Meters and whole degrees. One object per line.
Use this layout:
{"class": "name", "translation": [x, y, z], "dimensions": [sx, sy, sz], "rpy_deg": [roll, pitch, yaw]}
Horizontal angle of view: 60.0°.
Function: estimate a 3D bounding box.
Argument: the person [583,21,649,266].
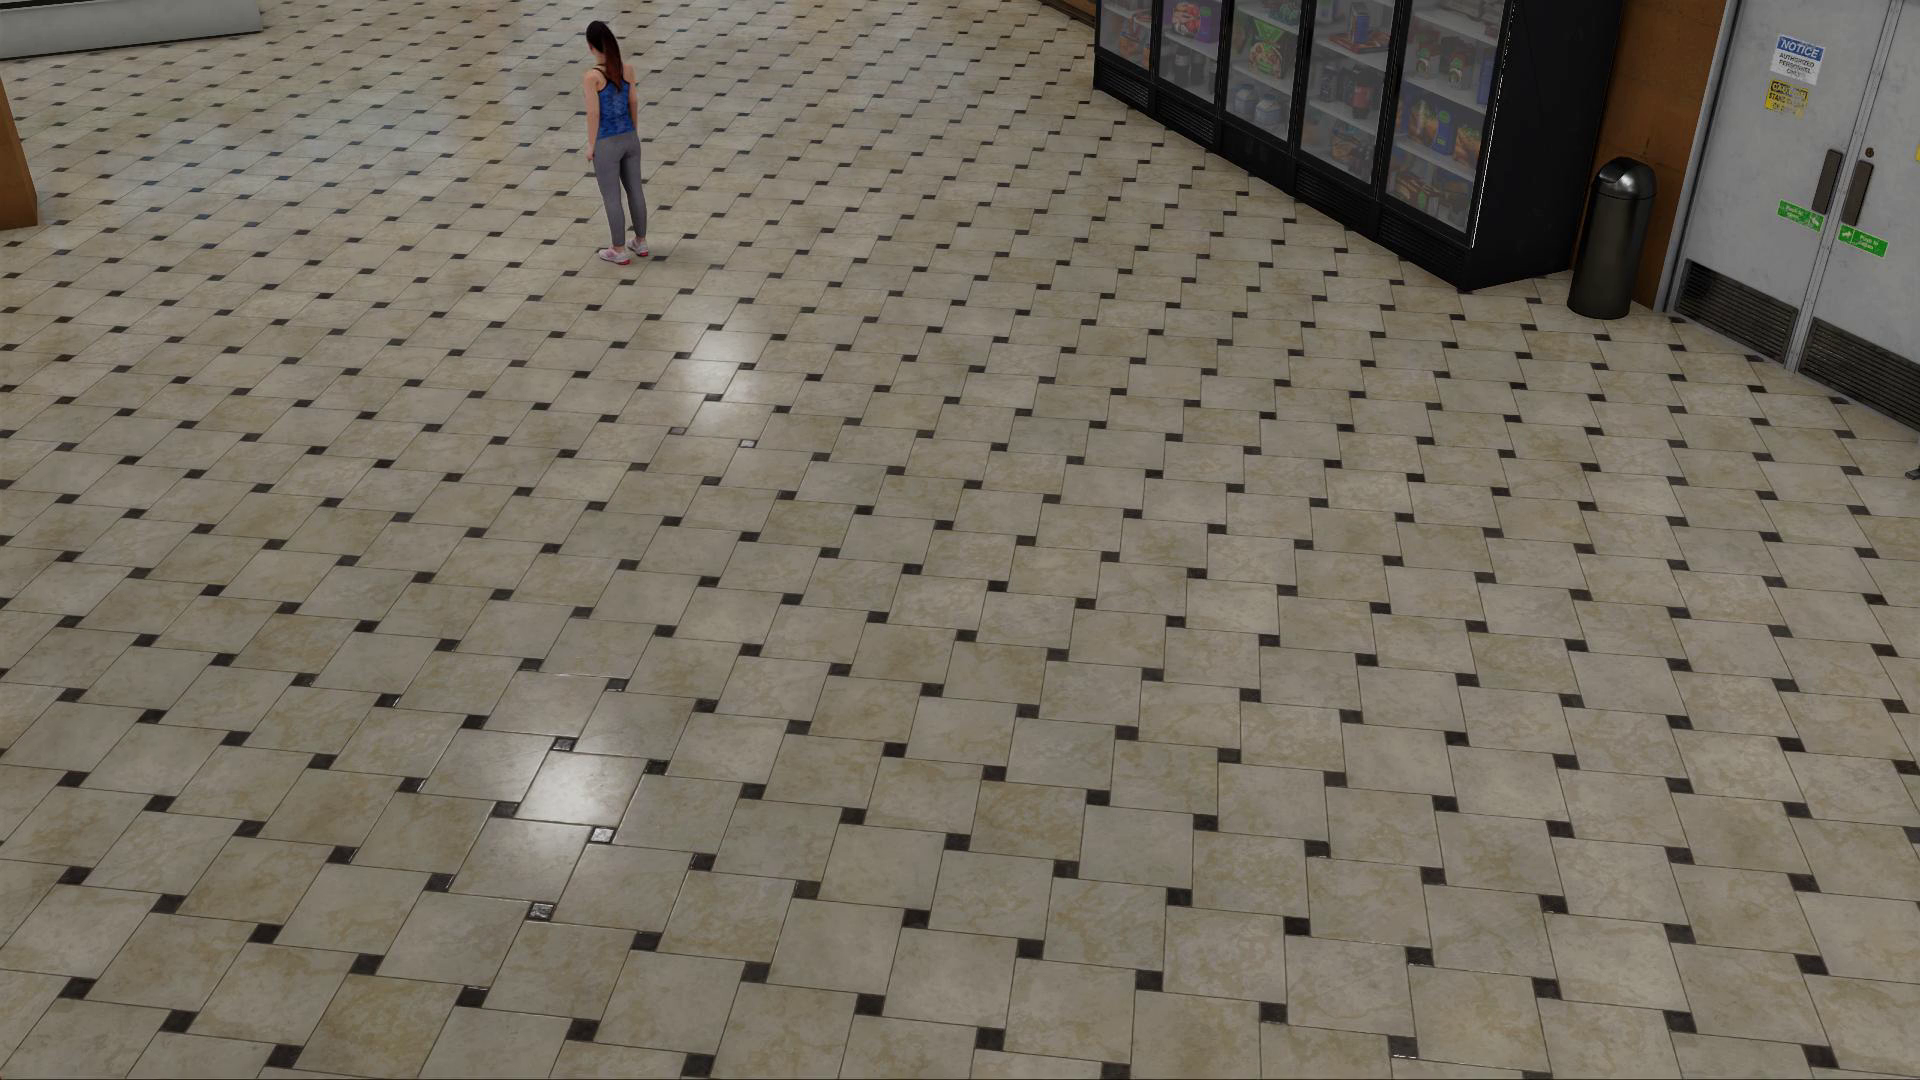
{"class": "person", "translation": [-2.311, -2.656, 11.140], "dimensions": [0.702, 1.609, 0.595], "rpy_deg": [25, 40, 35]}
